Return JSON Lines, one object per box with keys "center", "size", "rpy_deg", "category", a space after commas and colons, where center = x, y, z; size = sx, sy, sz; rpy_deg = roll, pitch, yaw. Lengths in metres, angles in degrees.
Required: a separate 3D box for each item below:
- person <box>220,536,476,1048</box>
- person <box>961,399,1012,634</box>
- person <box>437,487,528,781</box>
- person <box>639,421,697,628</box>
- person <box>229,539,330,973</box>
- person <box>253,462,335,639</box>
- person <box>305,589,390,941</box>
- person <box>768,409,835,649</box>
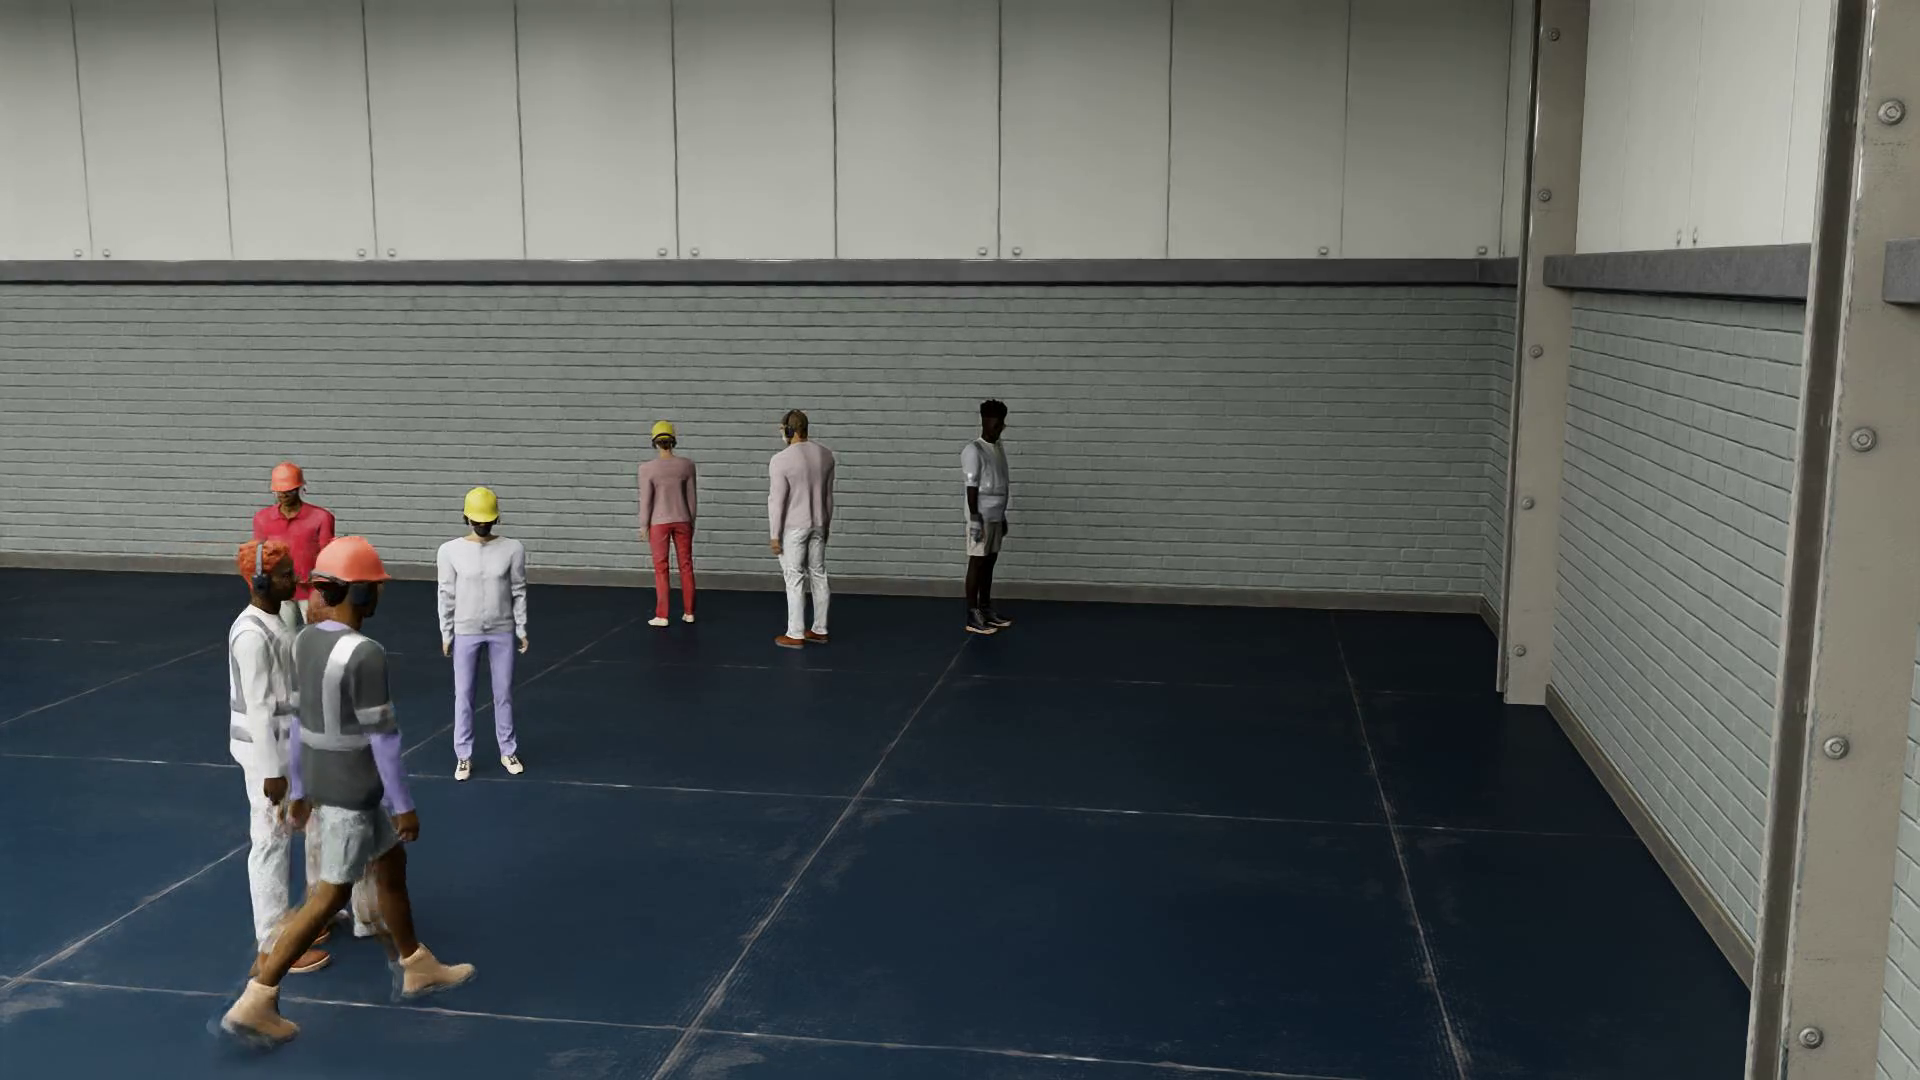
{"center": [-2.503, 0.983, 6.635], "size": [1.044, 1.992, 0.607], "rpy_deg": [-8, 12, -40], "category": "person"}
{"center": [0.236, -0.206, 14.021], "size": [0.377, 1.958, 0.600], "rpy_deg": [4, 10, 26], "category": "person"}
{"center": [-2.843, 0.554, 9.947], "size": [0.522, 1.761, 0.321], "rpy_deg": [-4, 10, -24], "category": "person"}
{"center": [-2.490, -0.133, 14.180], "size": [0.523, 1.762, 0.329], "rpy_deg": [-6, 11, -32], "category": "person"}
{"center": [-2.978, 0.930, 7.246], "size": [0.355, 1.883, 0.574], "rpy_deg": [-3, 10, -18], "category": "person"}
{"center": [-4.543, 0.332, 11.374], "size": [0.568, 1.743, 0.359], "rpy_deg": [-1, 9, -4], "category": "person"}
{"center": [-2.816, 1.002, 7.556], "size": [0.524, 1.636, 0.308], "rpy_deg": [3, 10, 20], "category": "person"}
{"center": [-1.281, -0.084, 13.377], "size": [0.632, 1.930, 0.376], "rpy_deg": [-9, 13, -44], "category": "person"}
